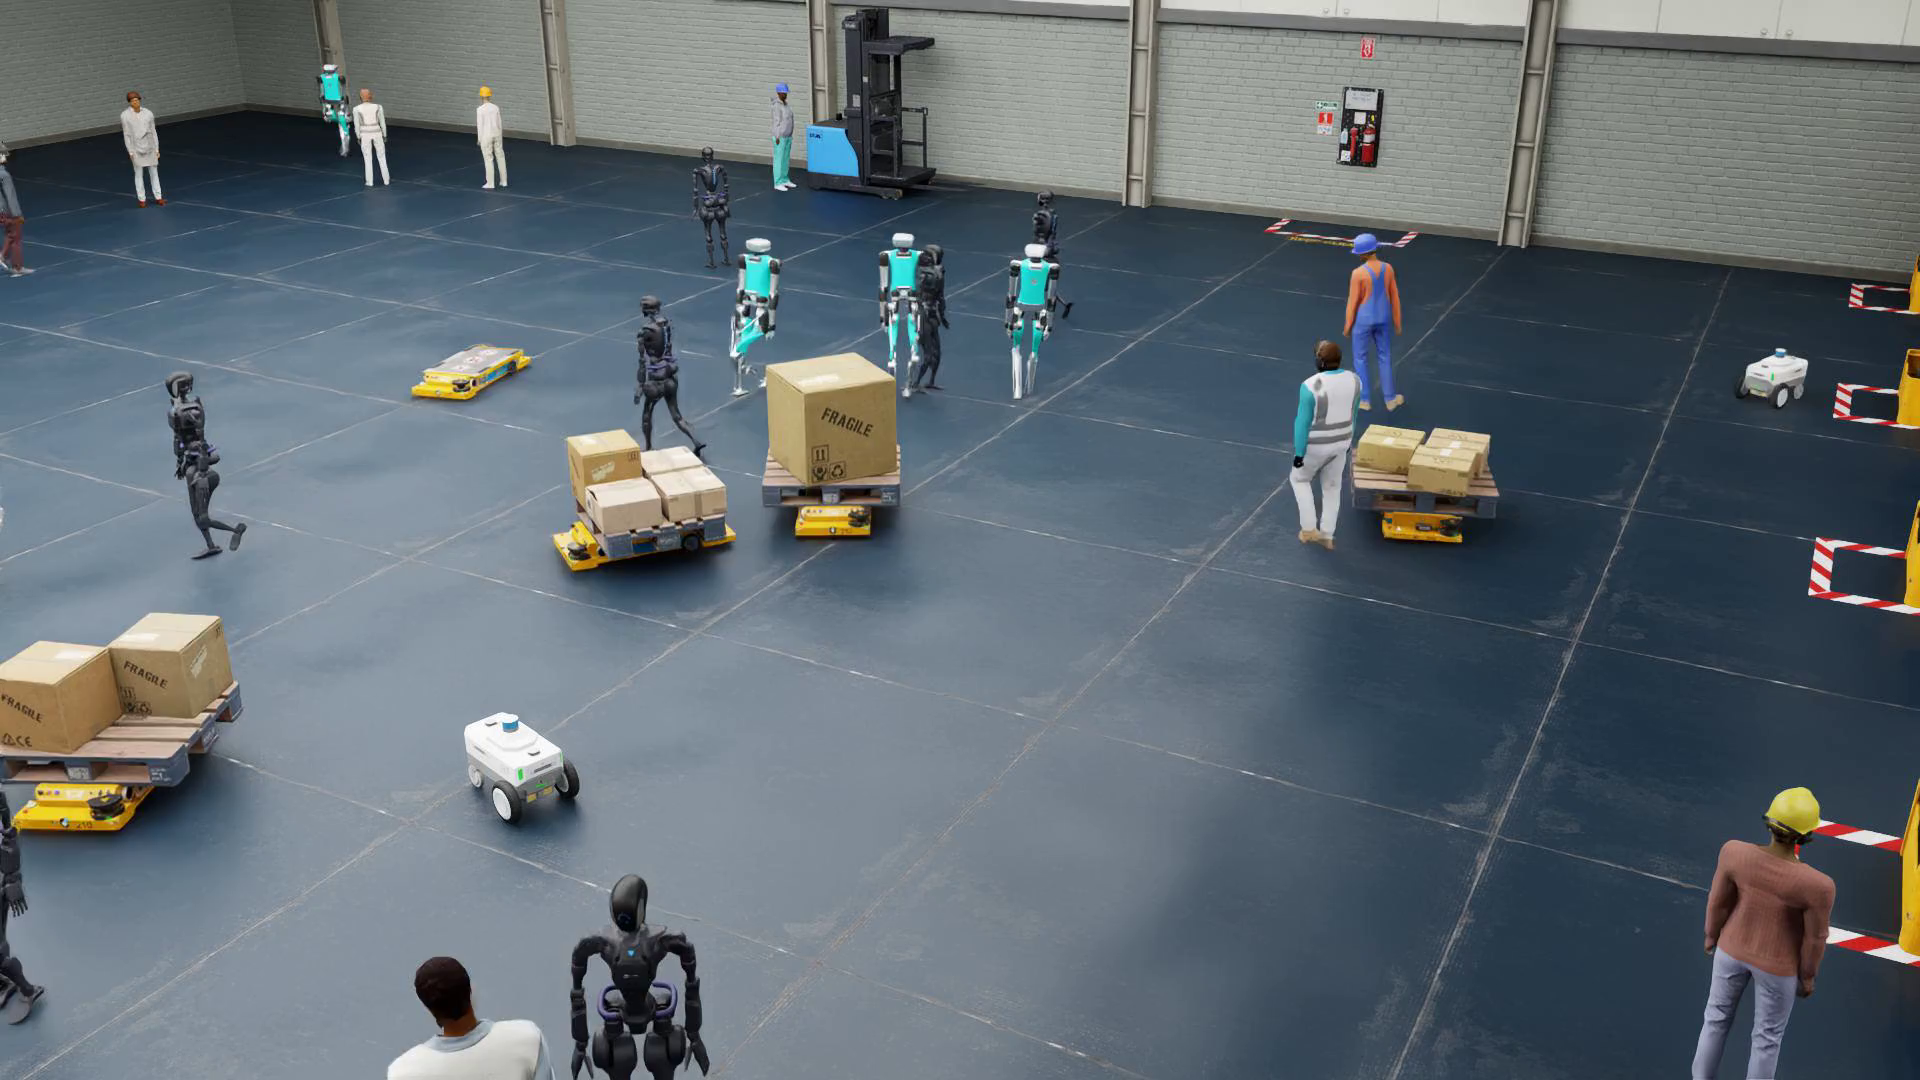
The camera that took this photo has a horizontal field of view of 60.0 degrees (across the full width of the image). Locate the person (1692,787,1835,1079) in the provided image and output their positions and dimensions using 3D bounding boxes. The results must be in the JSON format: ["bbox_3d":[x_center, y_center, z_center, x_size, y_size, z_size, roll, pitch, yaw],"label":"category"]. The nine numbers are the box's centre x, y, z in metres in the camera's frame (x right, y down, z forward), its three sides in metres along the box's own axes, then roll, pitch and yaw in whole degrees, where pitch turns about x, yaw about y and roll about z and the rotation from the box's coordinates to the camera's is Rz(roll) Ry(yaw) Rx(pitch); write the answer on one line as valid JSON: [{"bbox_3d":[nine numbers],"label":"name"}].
[{"bbox_3d":[3.732,1.936,7.758,0.326,1.768,0.524,-21,31,-40],"label":"person"}]

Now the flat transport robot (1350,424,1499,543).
[{"bbox_3d":[4.122,-0.336,14.945,0.659,0.231,1.431,4,24,10],"label":"flat transport robot"}]

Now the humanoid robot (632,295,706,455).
[{"bbox_3d":[-2.875,-1.572,16.091,0.746,1.637,0.602,9,25,20],"label":"humanoid robot"}]

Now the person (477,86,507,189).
[{"bbox_3d":[-7.972,-6.829,28.251,0.312,1.697,0.476,19,30,38],"label":"person"}]

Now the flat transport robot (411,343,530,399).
[{"bbox_3d":[-5.439,-1.881,18.543,0.659,0.231,1.431,6,24,14],"label":"flat transport robot"}]

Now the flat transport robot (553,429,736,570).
[{"bbox_3d":[-2.691,-0.038,14.252,1.431,0.231,0.659,-11,26,-24],"label":"flat transport robot"}]

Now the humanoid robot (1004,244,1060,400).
[{"bbox_3d":[0.747,-2.280,17.780,0.574,1.899,0.759,0,23,0],"label":"humanoid robot"}]

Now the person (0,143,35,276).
[{"bbox_3d":[-12.994,-4.499,22.699,0.594,1.790,0.415,15,28,32],"label":"person"}]

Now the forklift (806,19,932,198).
[{"bbox_3d":[-1.573,-7.292,27.850,1.873,2.768,1.129,12,26,25],"label":"forklift"}]

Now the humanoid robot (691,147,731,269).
[{"bbox_3d":[-3.459,-4.635,23.155,0.599,1.655,0.315,-16,28,-32],"label":"humanoid robot"}]

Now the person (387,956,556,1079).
[{"bbox_3d":[-1.838,2.433,6.477,0.616,1.859,0.948,-14,27,-29],"label":"person"}]

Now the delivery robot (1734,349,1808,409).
[{"bbox_3d":[8.756,-1.743,17.883,0.817,0.614,0.499,-16,28,-32],"label":"delivery robot"}]

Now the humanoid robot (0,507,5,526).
[{"bbox_3d":[-8.022,-0.410,13.286,0.834,1.799,0.550,-16,28,-32],"label":"humanoid robot"}]

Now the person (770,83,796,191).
[{"bbox_3d":[-3.004,-6.835,28.167,0.354,1.775,0.545,8,25,18],"label":"person"}]

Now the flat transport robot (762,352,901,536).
[{"bbox_3d":[-1.143,-0.389,15.069,0.659,0.231,1.431,-1,23,-2],"label":"flat transport robot"}]

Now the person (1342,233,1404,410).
[{"bbox_3d":[4.380,-2.283,17.459,0.691,1.864,0.457,-5,24,-11],"label":"person"}]

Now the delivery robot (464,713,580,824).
[{"bbox_3d":[-2.813,1.398,10.542,0.499,0.592,0.774,-21,31,-40],"label":"delivery robot"}]

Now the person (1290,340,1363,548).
[{"bbox_3d":[3.059,-0.804,14.070,0.653,1.824,0.507,-9,25,-20],"label":"person"}]

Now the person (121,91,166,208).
[{"bbox_3d":[-13.211,-6.320,26.899,0.505,1.833,0.369,-16,28,-32],"label":"person"}]

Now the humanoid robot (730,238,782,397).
[{"bbox_3d":[-2.269,-2.278,17.635,0.531,1.711,1.060,13,26,28],"label":"humanoid robot"}]

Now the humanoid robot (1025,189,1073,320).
[{"bbox_3d":[1.086,-3.501,20.548,0.555,1.643,0.604,15,27,31],"label":"humanoid robot"}]

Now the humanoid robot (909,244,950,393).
[{"bbox_3d":[-0.329,-2.394,17.956,0.341,1.639,0.587,11,26,24],"label":"humanoid robot"}]

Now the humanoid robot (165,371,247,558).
[{"bbox_3d":[-6.316,-0.642,13.871,0.583,1.637,0.463,21,31,39],"label":"humanoid robot"}]

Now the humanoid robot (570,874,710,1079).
[{"bbox_3d":[-1.416,2.180,7.295,0.612,1.637,0.340,-3,23,-6],"label":"humanoid robot"}]

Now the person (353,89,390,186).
[{"bbox_3d":[-10.064,-6.883,28.459,0.515,1.633,0.309,-10,25,-23],"label":"person"}]

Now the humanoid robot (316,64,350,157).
[{"bbox_3d":[-11.479,-7.931,30.748,0.550,1.723,1.000,1,23,1],"label":"humanoid robot"}]

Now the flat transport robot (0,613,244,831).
[{"bbox_3d":[-5.456,1.430,10.834,0.659,0.231,1.431,1,23,2],"label":"flat transport robot"}]

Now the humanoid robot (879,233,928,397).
[{"bbox_3d":[-0.586,-2.313,17.712,0.541,1.788,0.815,-2,23,-5],"label":"humanoid robot"}]

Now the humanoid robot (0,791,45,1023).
[{"bbox_3d":[-5.029,1.689,8.438,0.592,1.644,0.385,3,23,6],"label":"humanoid robot"}]
